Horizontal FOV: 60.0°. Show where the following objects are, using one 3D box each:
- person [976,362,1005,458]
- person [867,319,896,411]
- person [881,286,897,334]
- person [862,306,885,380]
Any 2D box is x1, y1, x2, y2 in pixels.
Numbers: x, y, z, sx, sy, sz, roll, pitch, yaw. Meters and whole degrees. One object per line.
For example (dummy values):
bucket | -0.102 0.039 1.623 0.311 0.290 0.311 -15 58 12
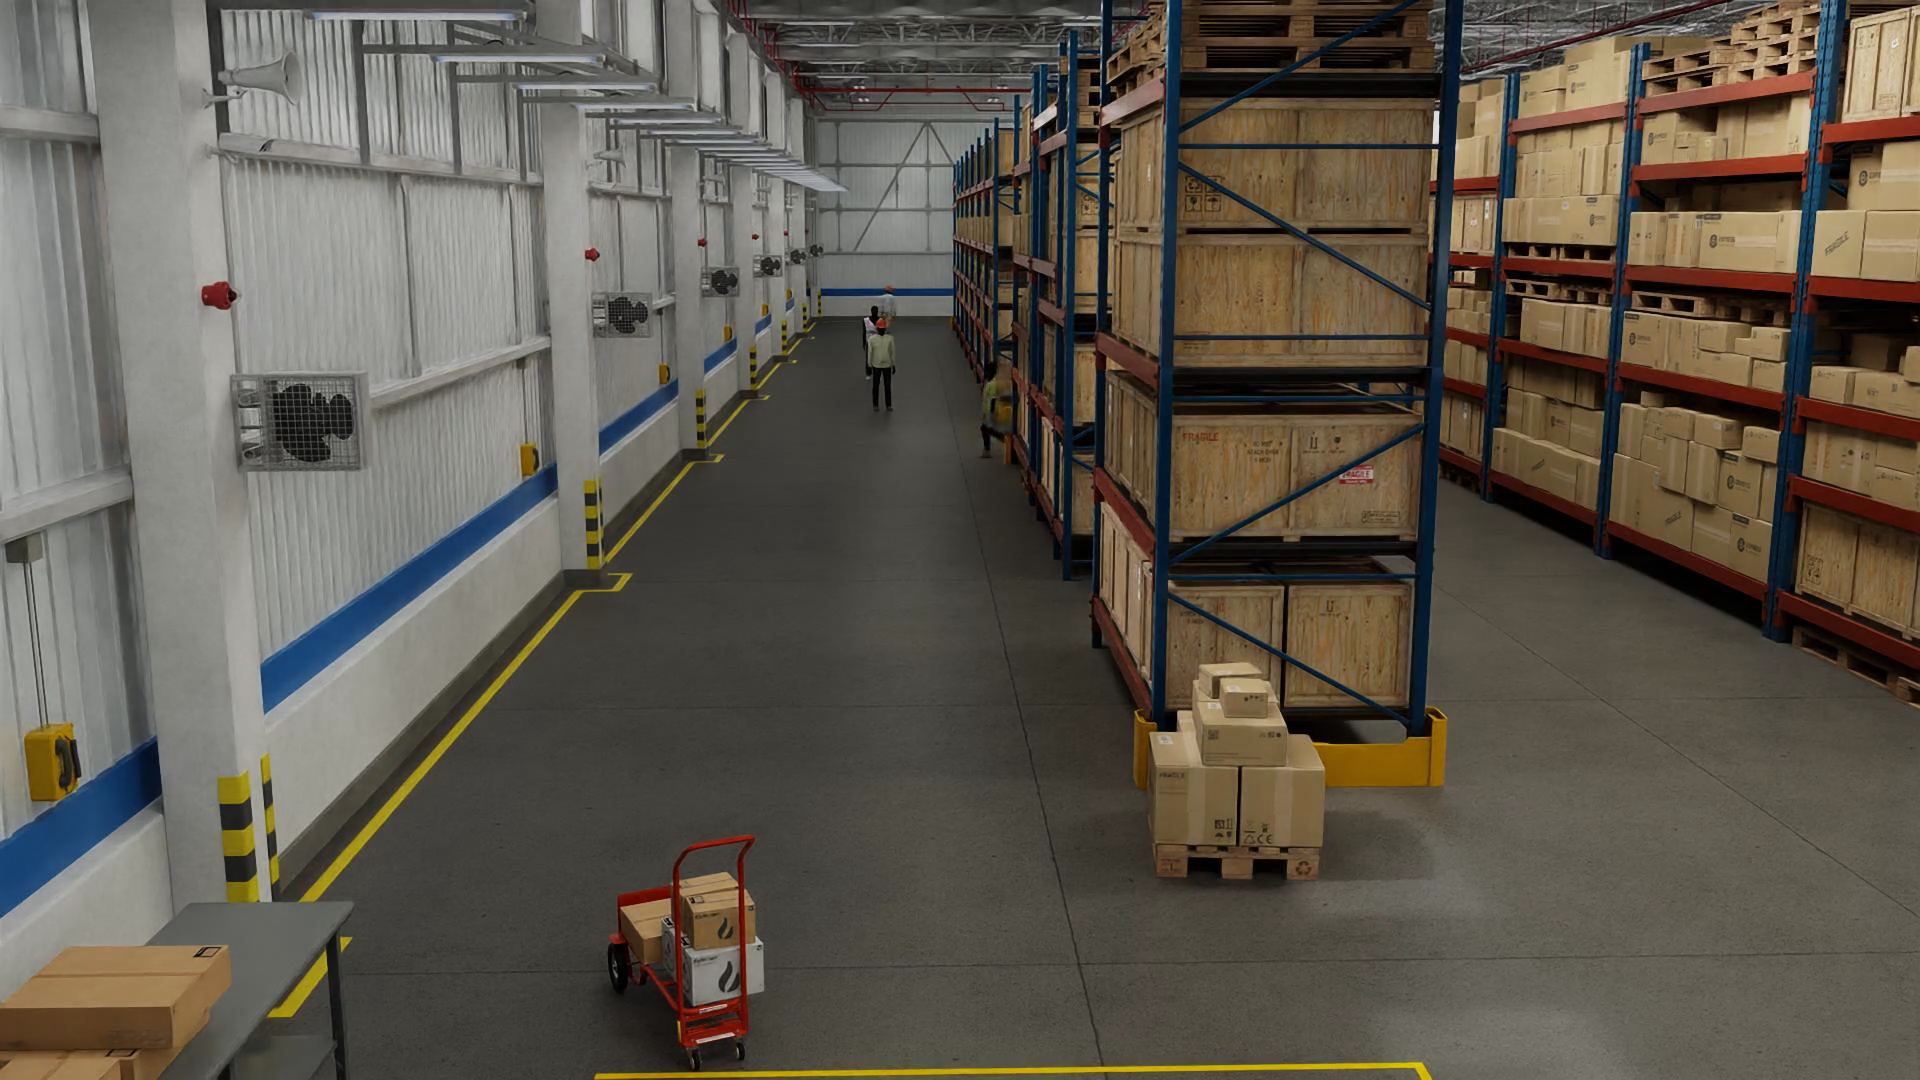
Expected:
person | 0.571 -2.223 28.558 0.515 1.670 0.542 -3 11 -13
person | -1.682 -3.753 35.715 0.618 1.986 0.410 -3 11 -15
person | -2.510 -8.270 59.885 0.592 1.718 0.764 8 13 35
person | -2.213 -5.064 42.745 0.594 1.909 0.399 -2 11 -12
